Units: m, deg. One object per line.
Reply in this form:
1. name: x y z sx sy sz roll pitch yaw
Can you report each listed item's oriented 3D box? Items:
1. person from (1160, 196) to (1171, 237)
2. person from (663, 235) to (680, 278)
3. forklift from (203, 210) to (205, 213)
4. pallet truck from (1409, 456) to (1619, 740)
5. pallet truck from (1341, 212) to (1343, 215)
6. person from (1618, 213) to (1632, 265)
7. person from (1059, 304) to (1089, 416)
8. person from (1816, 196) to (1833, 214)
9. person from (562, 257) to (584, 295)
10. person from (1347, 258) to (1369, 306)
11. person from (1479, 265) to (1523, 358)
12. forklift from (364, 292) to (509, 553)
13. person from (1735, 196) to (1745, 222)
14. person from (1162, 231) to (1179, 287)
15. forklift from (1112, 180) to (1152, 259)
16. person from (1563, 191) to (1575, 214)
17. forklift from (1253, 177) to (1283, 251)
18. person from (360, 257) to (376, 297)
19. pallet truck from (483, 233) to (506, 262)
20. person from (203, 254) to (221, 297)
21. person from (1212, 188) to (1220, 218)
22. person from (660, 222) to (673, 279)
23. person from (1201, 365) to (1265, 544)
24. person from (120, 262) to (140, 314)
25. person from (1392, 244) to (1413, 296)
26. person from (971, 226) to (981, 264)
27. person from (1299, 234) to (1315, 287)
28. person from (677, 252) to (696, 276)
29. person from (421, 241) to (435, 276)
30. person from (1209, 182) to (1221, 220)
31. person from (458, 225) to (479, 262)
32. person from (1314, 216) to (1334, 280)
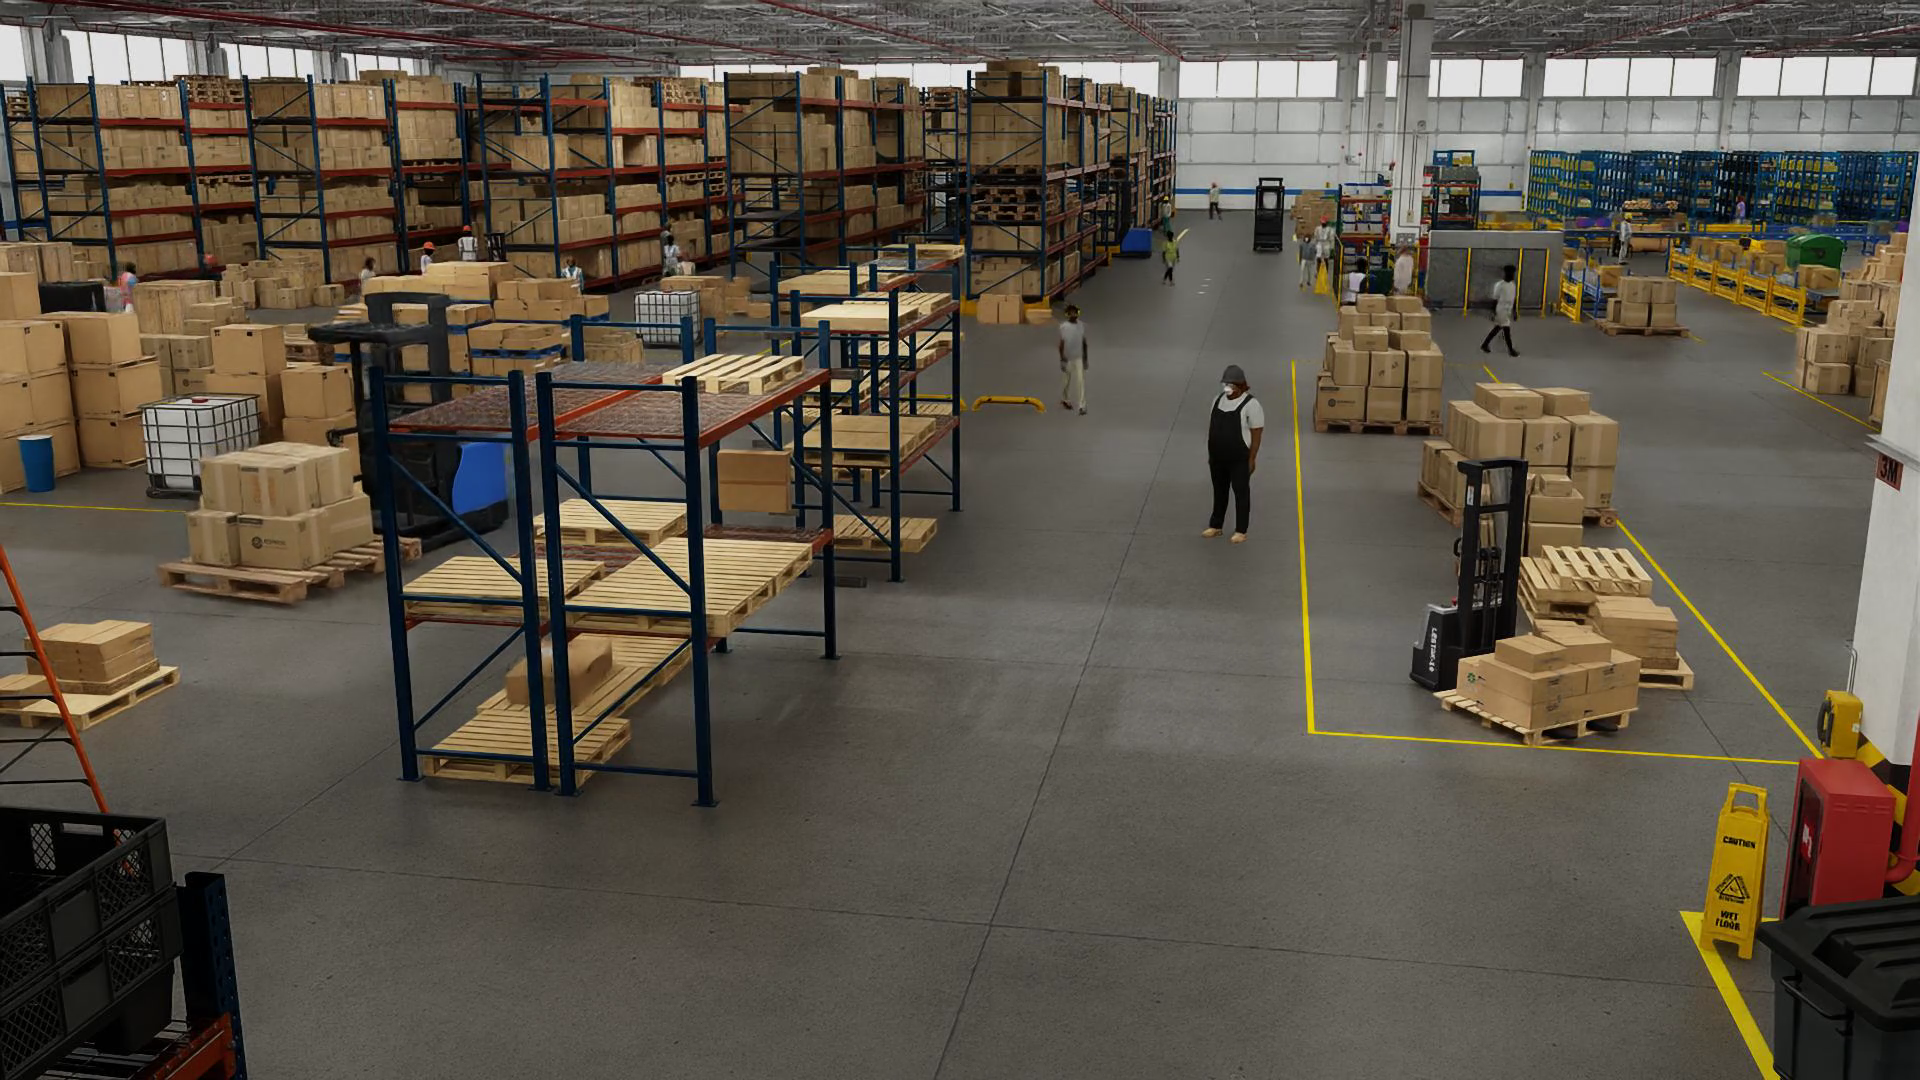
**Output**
1. person: 9.135 -14.357 73.780 0.305 1.772 0.525 -11 18 -37
2. person: -8.356 -8.057 48.437 0.538 1.657 0.877 5 15 19
3. forklift: -26.081 -10.767 56.920 1.129 2.768 1.873 3 14 10
4. pallet truck: 4.504 0.400 13.395 0.823 1.965 1.885 -6 15 -23
5. pallet truck: 15.874 -13.227 70.310 0.680 1.201 1.601 10 17 35
6. person: 23.224 -10.507 58.052 0.403 1.820 0.603 9 16 32
7. person: 1.891 -3.015 27.644 0.551 1.825 0.942 -3 14 -12
8. person: 38.411 -14.415 73.992 0.704 1.781 0.755 6 15 24
9. person: -9.351 -6.021 40.222 0.522 1.631 0.317 -1 14 -3
10. person: 8.757 -5.196 36.324 0.614 1.896 0.619 -5 15 -18
11. person: 11.274 -4.765 34.556 0.613 1.916 1.048 -12 18 -40
12. forklift: -6.180 -1.409 18.926 1.129 2.768 1.873 5 15 20
13. person: 33.881 -14.017 72.242 0.568 1.843 0.374 -12 18 -40
14. person: 6.311 -8.511 50.257 0.529 1.662 0.781 -7 15 -26
15. forklift: 6.082 -11.722 60.796 1.873 2.768 1.129 2 14 9
16. person: 33.049 -18.326 89.986 0.735 1.729 0.571 3 14 11
17. forklift: 12.083 -12.747 64.956 1.129 2.768 1.873 3 14 10
18. person: -13.160 -5.342 36.937 0.997 1.901 0.644 -1 14 -5
19. pallet truck: -11.832 -7.026 43.548 1.885 1.965 0.823 8 16 28
20. person: -16.251 -5.240 36.356 0.734 1.971 0.633 0 14 -1
21. person: 13.716 -17.993 88.832 0.547 1.612 0.647 -11 17 -37
22. person: -8.760 -8.569 49.933 0.372 1.939 0.631 -10 17 -36
23. person: 3.071 -0.982 18.919 0.536 2.000 0.678 -13 19 -42
24. person: -18.295 -5.245 36.773 0.973 1.786 0.645 -12 18 -39
25. person: 10.843 -6.296 40.792 0.669 1.892 0.485 -12 18 -39
26. person: 0.564 -10.549 58.326 0.523 1.769 0.322 13 19 41
27. person: 10.447 -8.431 50.092 0.503 1.589 0.862 4 14 16
28. person: -6.871 -6.416 41.802 0.512 1.642 0.311 -8 16 -30
29. person: -13.130 -6.415 41.193 0.374 1.934 0.548 -8 16 -31
30. person: 13.414 -17.820 87.433 0.626 1.969 0.769 -6 15 -23
31. person: -14.232 -8.145 48.228 0.543 1.932 0.376 -3 14 -14
32. person: 11.478 -9.227 52.523 0.625 1.985 1.096 5 15 21
